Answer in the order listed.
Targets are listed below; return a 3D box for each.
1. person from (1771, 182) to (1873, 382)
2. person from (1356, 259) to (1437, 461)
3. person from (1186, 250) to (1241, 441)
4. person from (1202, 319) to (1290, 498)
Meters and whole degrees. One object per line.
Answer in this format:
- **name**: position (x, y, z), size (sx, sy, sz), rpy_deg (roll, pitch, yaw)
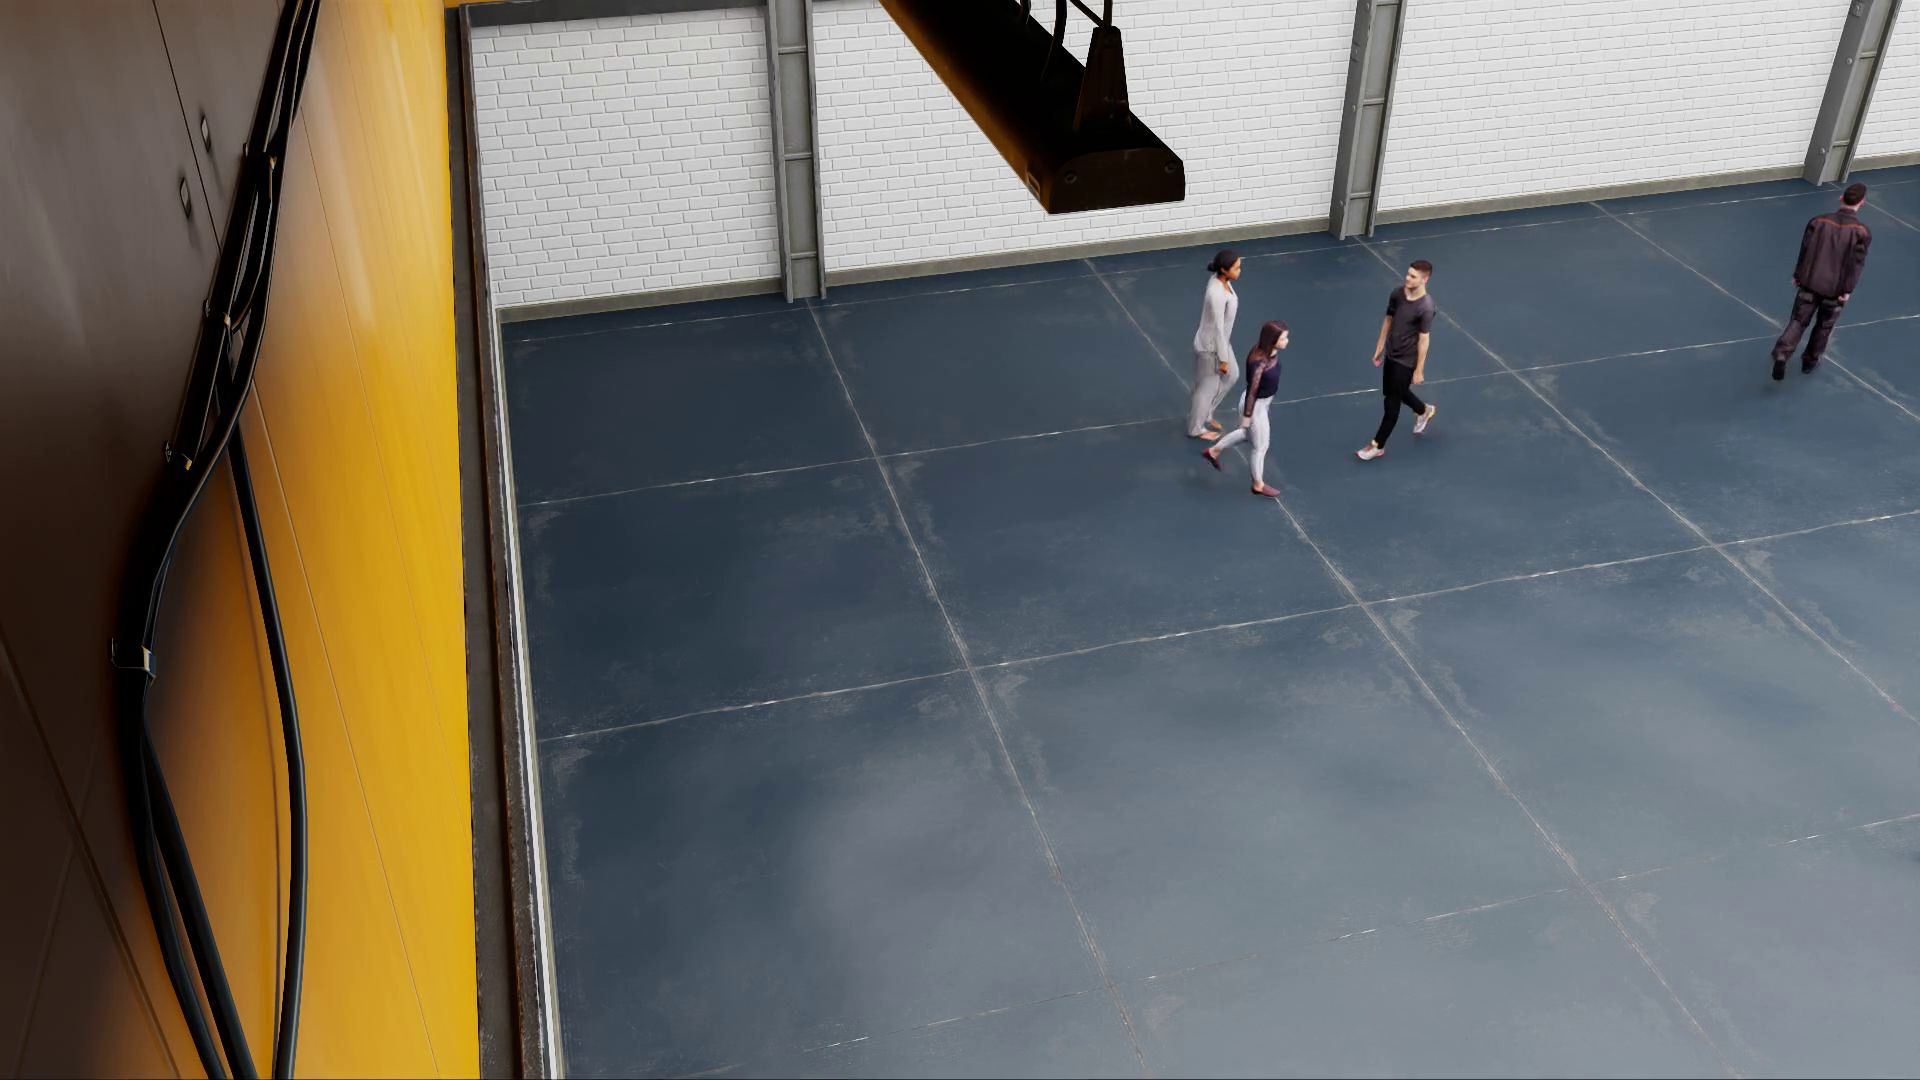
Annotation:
- **person**: position (7.624, -2.242, 14.722), size (1.071, 1.826, 1.234), rpy_deg (27, 42, 34)
- **person**: position (3.705, -1.503, 13.685), size (1.087, 1.744, 0.738), rpy_deg (-14, 36, -20)
- **person**: position (2.029, -1.631, 13.897), size (0.786, 1.721, 0.775), rpy_deg (6, 34, 9)
- **person**: position (2.284, -1.058, 13.157), size (1.035, 1.587, 0.927), rpy_deg (8, 34, 12)
